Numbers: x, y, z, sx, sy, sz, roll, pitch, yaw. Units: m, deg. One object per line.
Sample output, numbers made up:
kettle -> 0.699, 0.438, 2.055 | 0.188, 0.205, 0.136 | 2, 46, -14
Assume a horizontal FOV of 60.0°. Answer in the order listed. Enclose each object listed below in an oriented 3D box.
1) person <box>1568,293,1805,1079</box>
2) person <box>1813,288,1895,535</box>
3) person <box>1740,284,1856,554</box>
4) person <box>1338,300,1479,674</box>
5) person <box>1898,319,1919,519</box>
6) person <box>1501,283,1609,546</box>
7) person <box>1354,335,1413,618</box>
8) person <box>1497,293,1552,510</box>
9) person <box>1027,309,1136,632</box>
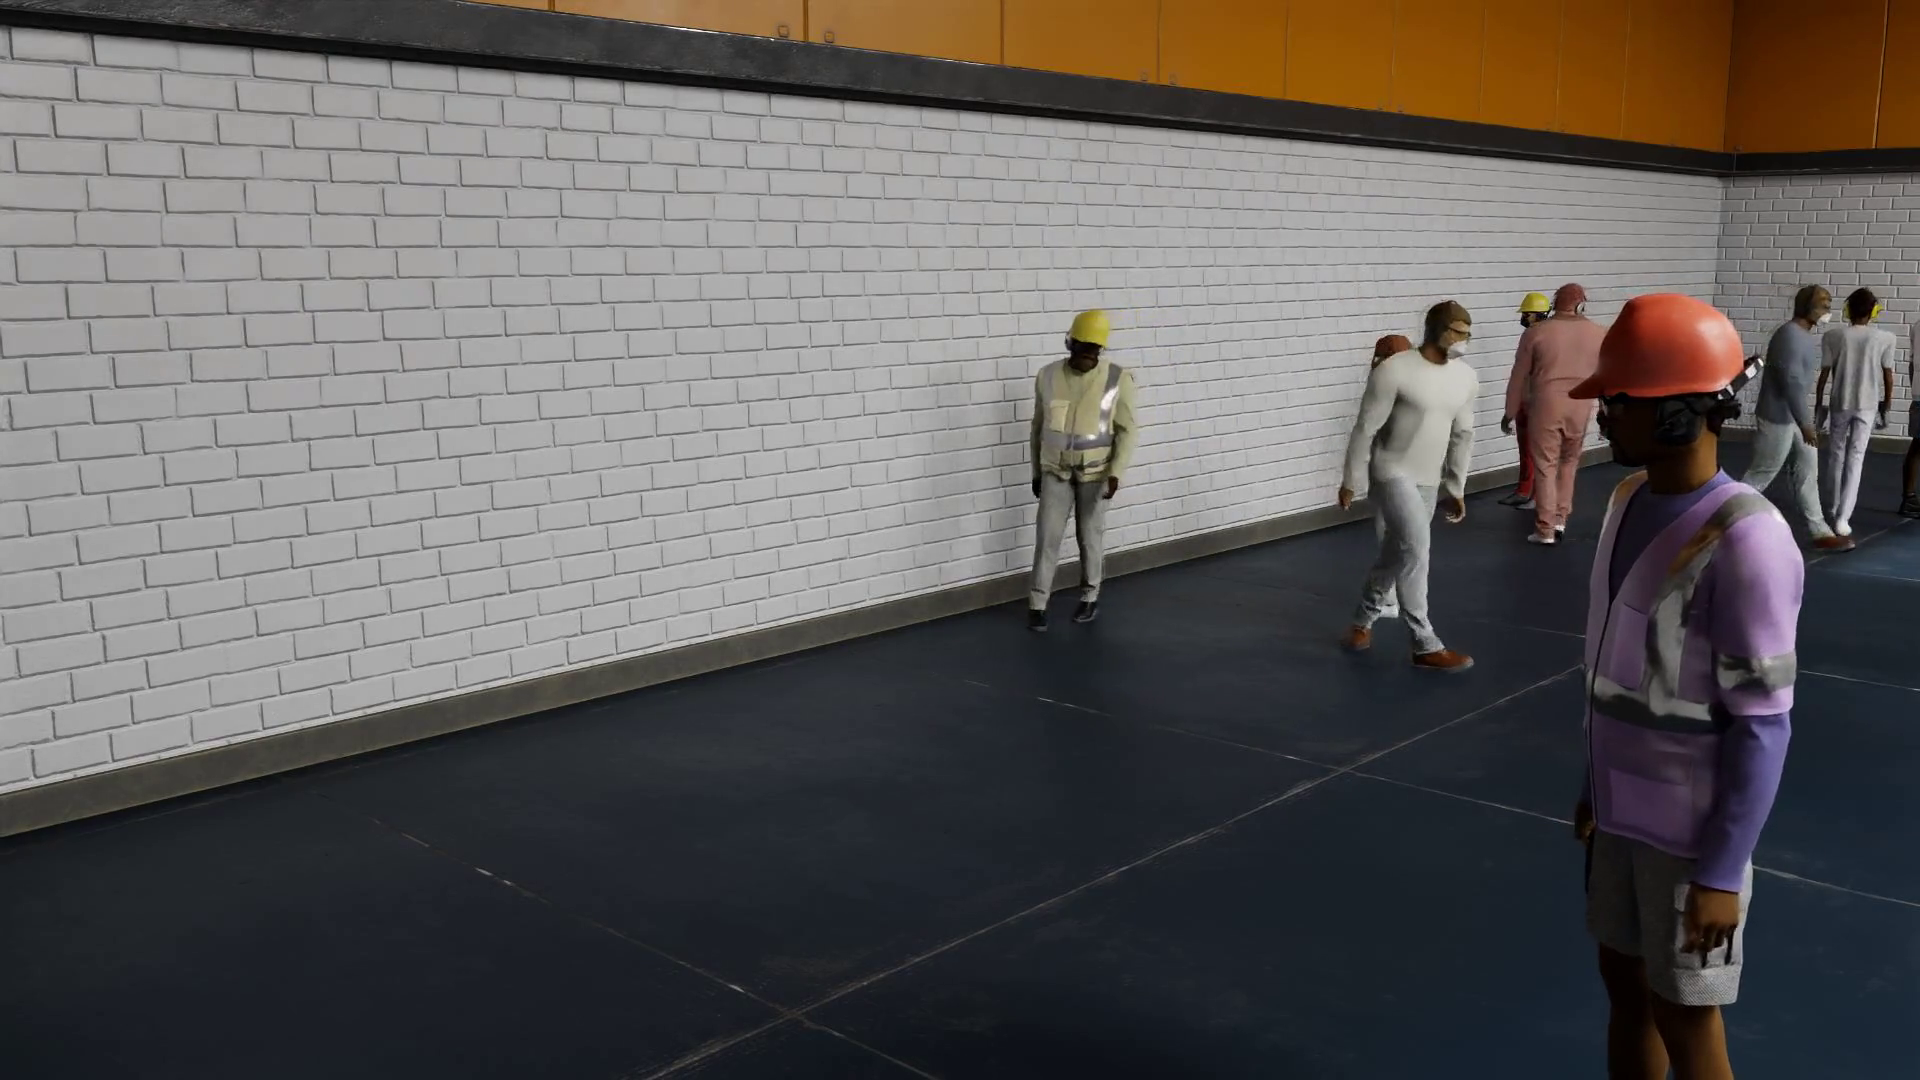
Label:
person -> 1.382, 0.537, 3.326 | 0.394, 2.040, 0.609 | 0, 10, -3
person -> 6.772, -0.982, 12.600 | 0.499, 1.819, 0.998 | 7, 12, 34
person -> 5.766, -0.828, 11.568 | 0.890, 1.888, 0.648 | 8, 13, 40
person -> 2.297, -0.288, 8.539 | 0.649, 1.881, 0.861 | -6, 12, -32
person -> 7.680, -1.119, 13.066 | 0.366, 1.931, 0.542 | 0, 10, -3
person -> 4.301, -0.902, 12.010 | 0.730, 1.869, 0.646 | 0, 10, 2
person -> 2.490, -0.367, 9.631 | 0.277, 1.633, 0.507 | 6, 12, 32
person -> 4.659, -1.130, 13.597 | 0.309, 1.769, 0.525 | -1, 10, -6
person -> 0.681, -0.396, 9.326 | 0.613, 1.797, 0.583 | 3, 10, 15
